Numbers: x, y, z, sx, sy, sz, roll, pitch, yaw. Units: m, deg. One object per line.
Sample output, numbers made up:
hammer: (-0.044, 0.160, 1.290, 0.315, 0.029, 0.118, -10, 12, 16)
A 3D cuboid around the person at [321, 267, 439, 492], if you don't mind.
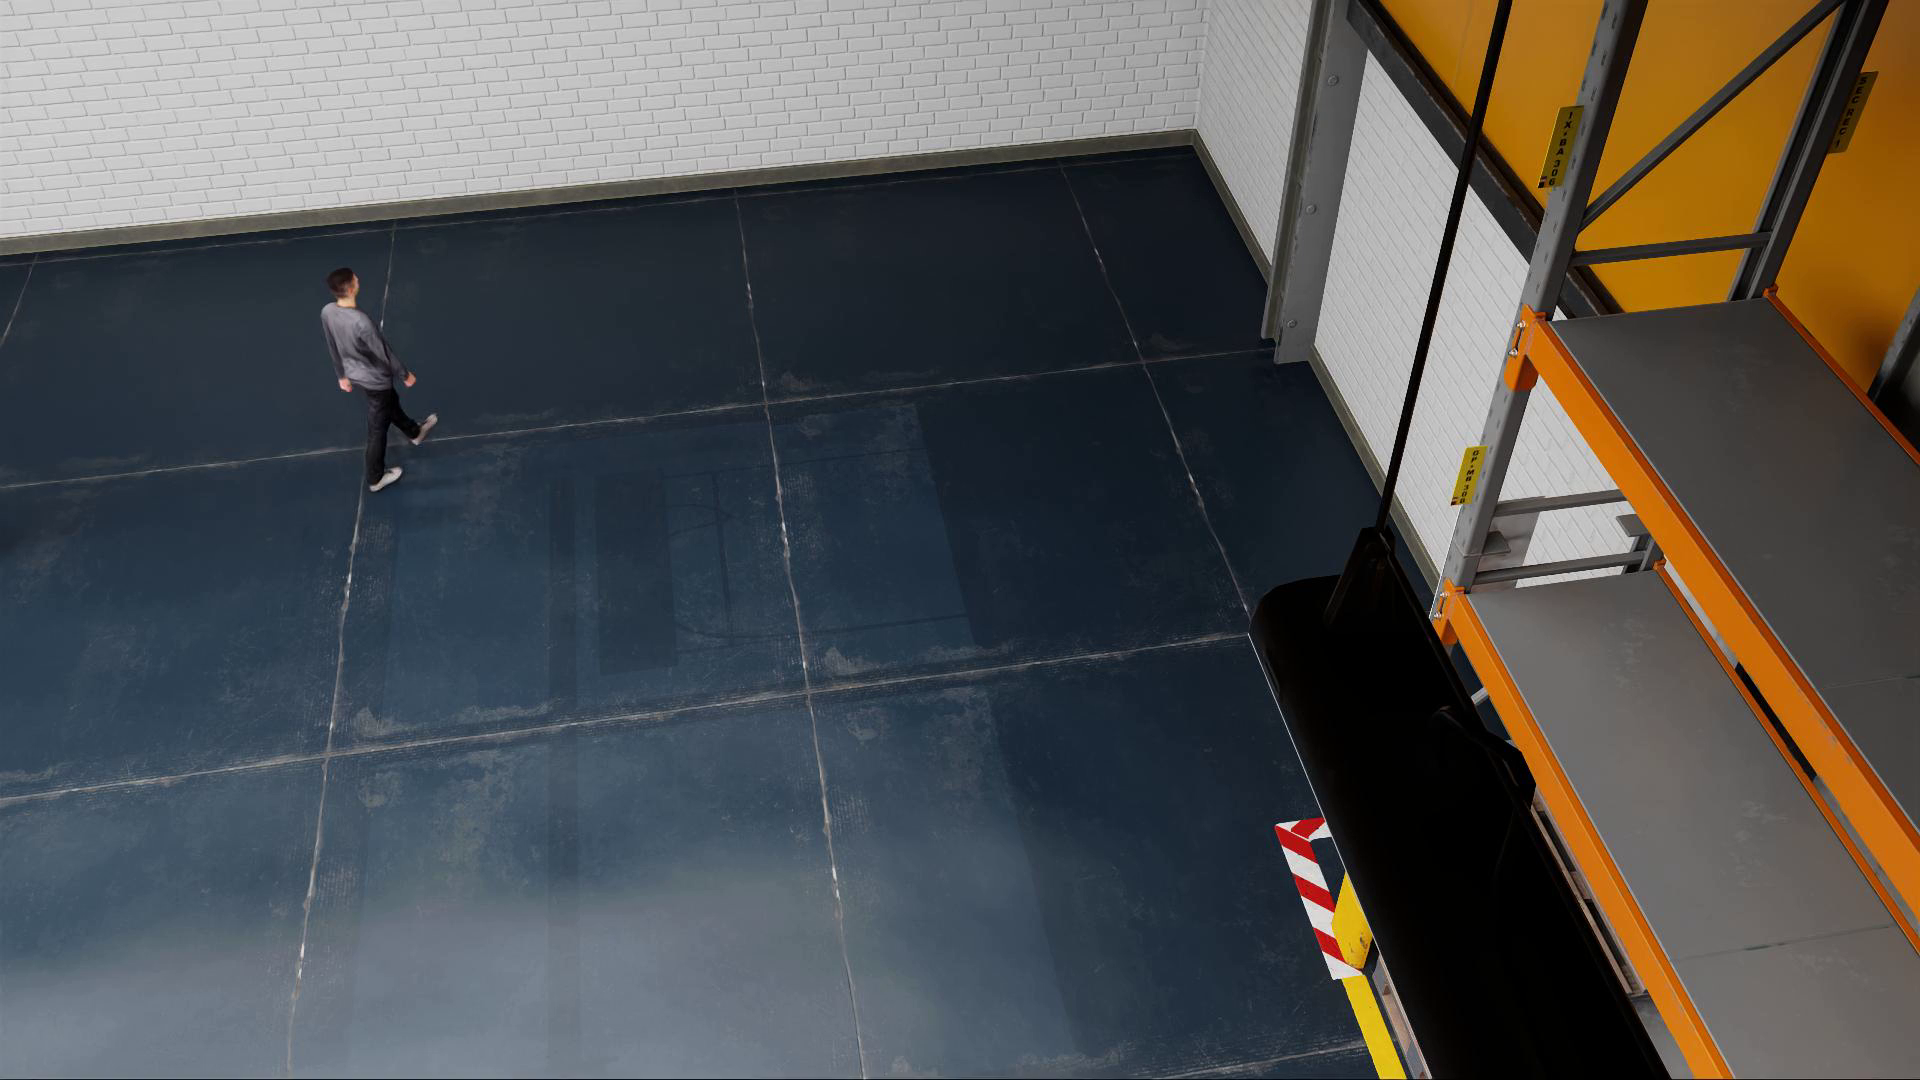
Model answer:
person: (-4.171, -1.072, 11.608, 1.023, 1.728, 1.095, 25, 49, 24)
